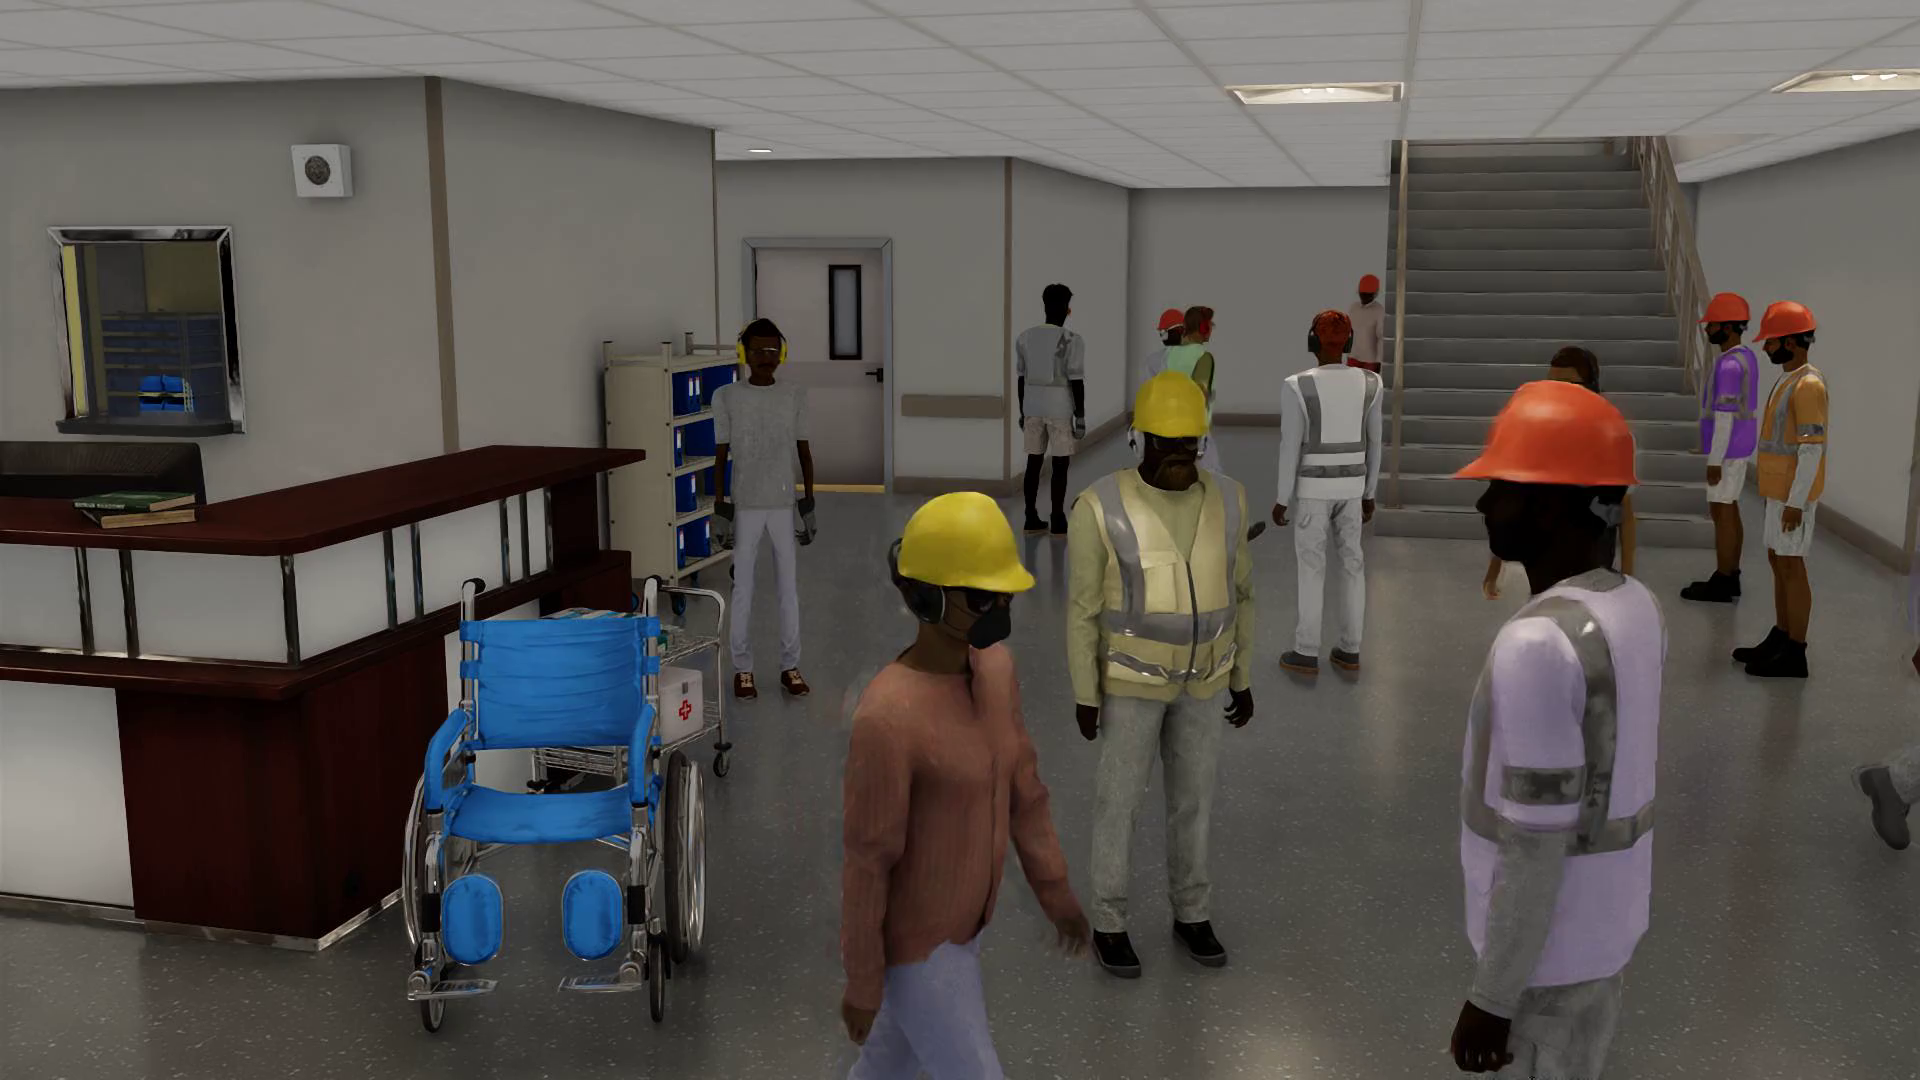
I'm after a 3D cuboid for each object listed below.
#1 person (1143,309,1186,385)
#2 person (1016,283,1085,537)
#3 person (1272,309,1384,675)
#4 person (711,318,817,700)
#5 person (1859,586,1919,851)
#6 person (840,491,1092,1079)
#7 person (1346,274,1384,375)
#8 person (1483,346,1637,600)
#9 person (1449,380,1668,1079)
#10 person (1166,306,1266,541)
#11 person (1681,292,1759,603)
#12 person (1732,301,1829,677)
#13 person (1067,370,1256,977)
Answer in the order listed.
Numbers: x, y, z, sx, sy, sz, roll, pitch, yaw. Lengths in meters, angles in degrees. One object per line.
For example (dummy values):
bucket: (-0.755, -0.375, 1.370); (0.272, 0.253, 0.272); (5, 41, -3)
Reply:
person: (1.641, -0.918, 12.958); (0.563, 1.752, 0.328); (-5, 11, -26)
person: (0.709, -0.992, 12.820); (0.610, 1.954, 0.387); (7, 12, 36)
person: (1.895, -0.242, 8.598); (0.573, 1.883, 0.355); (-3, 10, -15)
person: (-0.952, -0.148, 8.125); (0.507, 1.862, 0.326); (-3, 10, -16)
person: (3.438, 0.253, 5.595); (0.609, 1.922, 0.831); (-4, 11, -24)
person: (-0.001, 0.759, 3.217); (0.917, 1.722, 0.541); (4, 11, 24)
person: (4.778, -2.148, 19.637); (0.556, 1.949, 0.624); (-9, 13, -43)
person: (2.549, 0.086, 6.943); (1.020, 1.800, 0.530); (-8, 13, -39)
person: (1.020, 0.691, 2.979); (0.376, 1.933, 0.568); (7, 12, 37)
person: (1.760, -0.811, 12.218); (0.989, 1.785, 0.584); (-4, 10, -20)
person: (4.760, -0.572, 10.401); (0.382, 1.934, 0.548); (7, 12, 34)
person: (4.222, -0.256, 8.549); (0.381, 1.927, 0.550); (3, 10, 15)
person: (0.612, 0.403, 4.991); (0.599, 1.825, 0.404); (-3, 10, -18)
